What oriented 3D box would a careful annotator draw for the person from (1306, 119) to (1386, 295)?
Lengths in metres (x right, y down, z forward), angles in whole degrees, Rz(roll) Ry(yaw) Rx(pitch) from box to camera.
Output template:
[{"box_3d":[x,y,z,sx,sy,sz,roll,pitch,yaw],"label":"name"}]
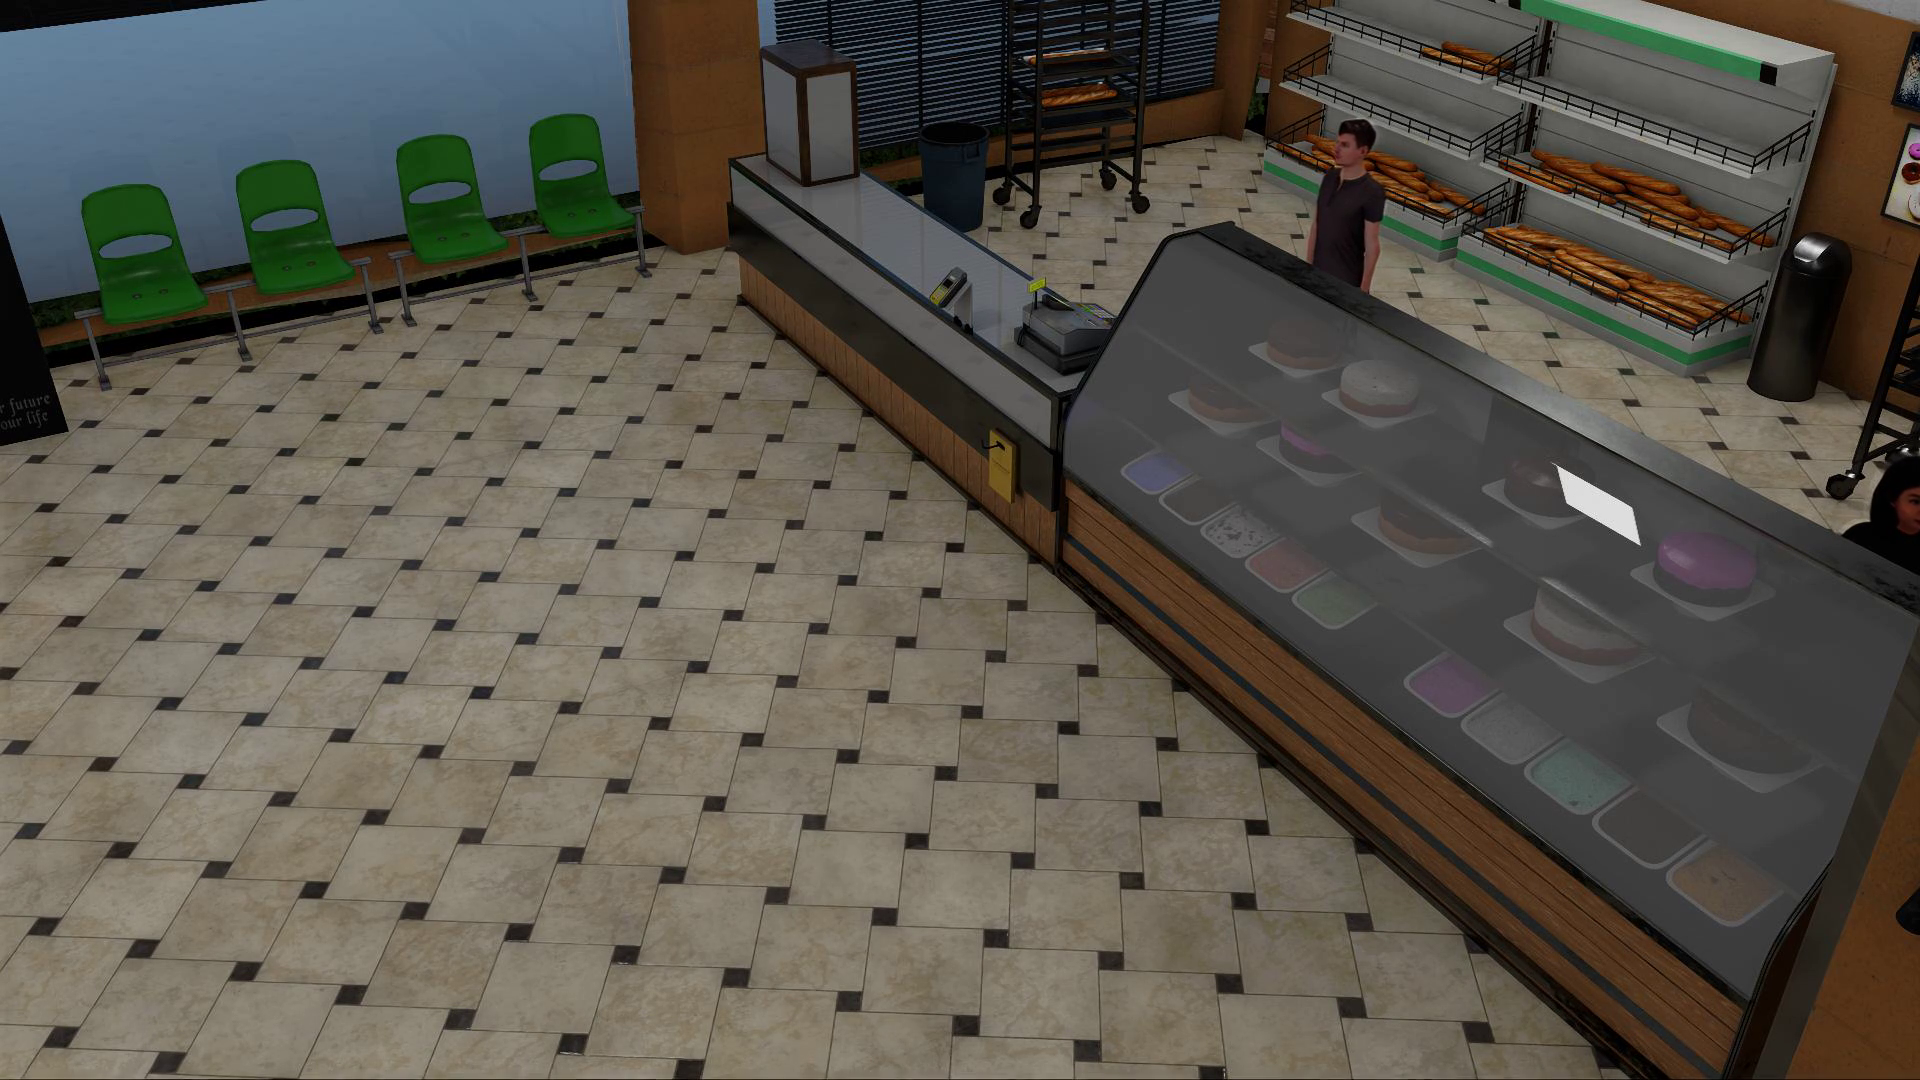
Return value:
[{"box_3d":[2.132,-1.449,9.322,0.515,1.850,0.646,-17,36,-25],"label":"person"}]
